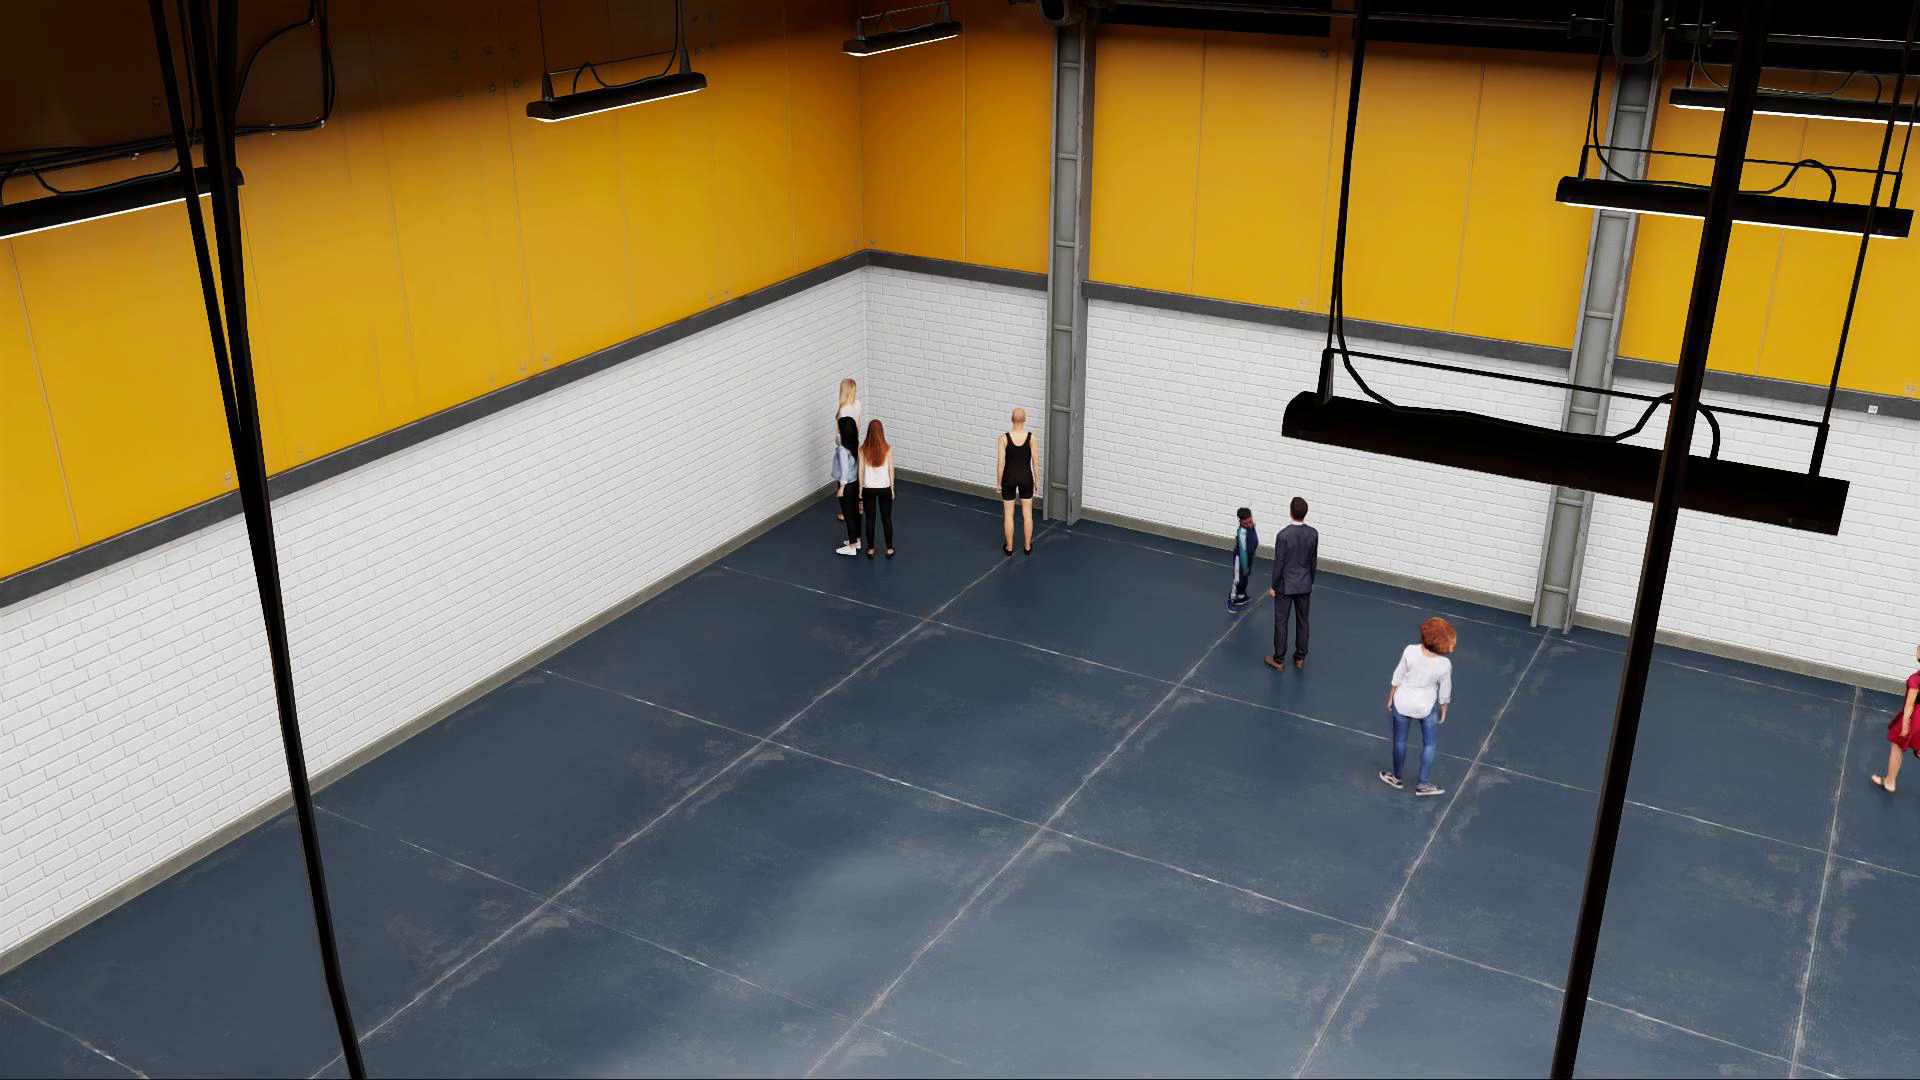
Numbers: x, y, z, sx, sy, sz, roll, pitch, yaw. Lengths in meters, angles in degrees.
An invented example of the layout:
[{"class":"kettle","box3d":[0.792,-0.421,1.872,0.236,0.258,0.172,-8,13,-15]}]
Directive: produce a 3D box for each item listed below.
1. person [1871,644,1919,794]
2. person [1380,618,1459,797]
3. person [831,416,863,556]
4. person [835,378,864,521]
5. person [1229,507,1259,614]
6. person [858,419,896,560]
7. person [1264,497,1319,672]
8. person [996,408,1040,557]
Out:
[{"class":"person","box3d":[8.518,1.625,14.688,0.894,1.534,0.944,-6,24,-13]},{"class":"person","box3d":[4.041,1.465,14.861,0.626,1.689,0.851,3,24,7]},{"class":"person","box3d":[-1.316,-0.656,19.685,0.606,1.710,0.637,8,25,17]},{"class":"person","box3d":[-1.348,-1.130,20.626,0.544,1.826,0.618,11,26,23]},{"class":"person","box3d":[3.147,0.166,18.401,0.488,1.233,0.646,5,24,11]},{"class":"person","box3d":[-0.975,-0.595,19.533,0.595,1.722,0.703,0,24,0]},{"class":"person","box3d":[3.396,0.444,16.972,0.730,1.868,0.791,-6,24,-13]},{"class":"person","box3d":[0.676,-0.689,19.632,0.653,1.815,0.773,-2,24,-4]}]
